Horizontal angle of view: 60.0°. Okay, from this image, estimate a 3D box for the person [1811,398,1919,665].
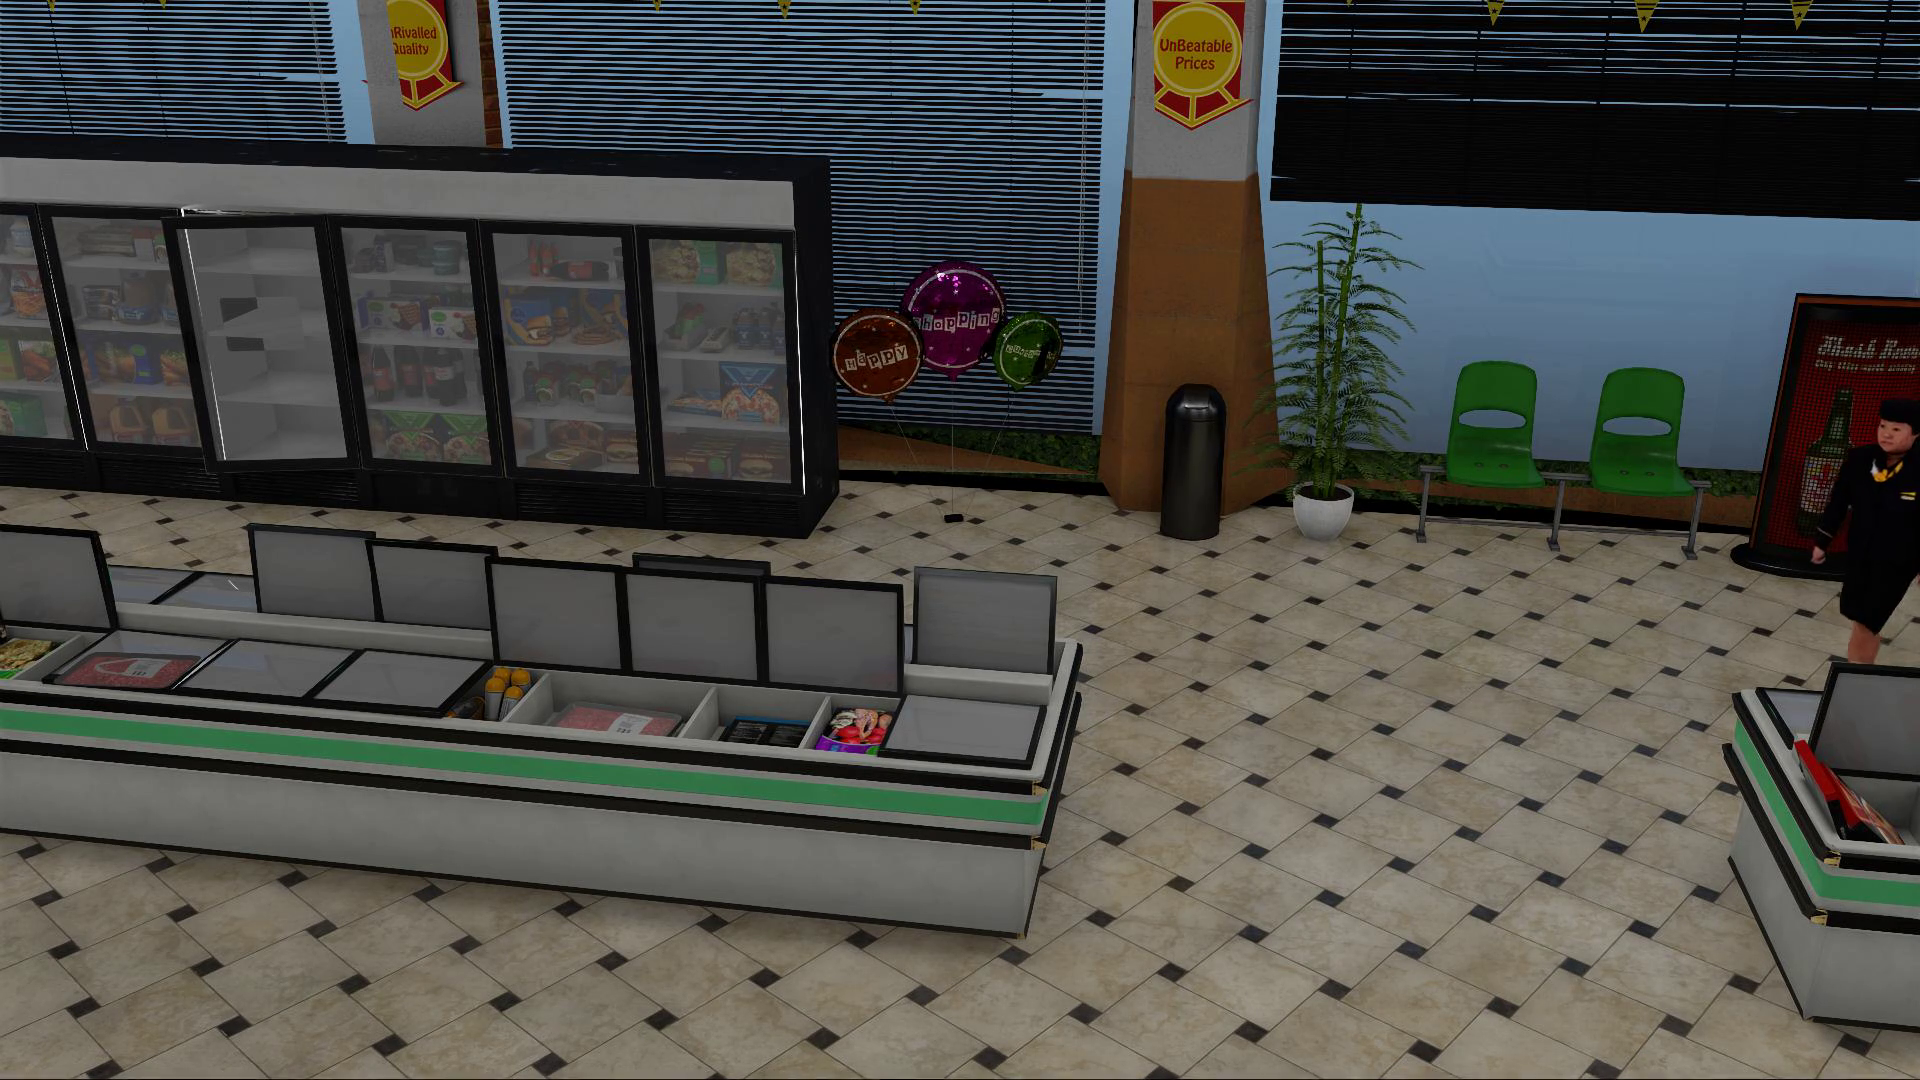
[{"bbox_3d":[4.631,0.099,8.282,0.950,1.652,0.897,-12,25,-28],"label":"person"}]
